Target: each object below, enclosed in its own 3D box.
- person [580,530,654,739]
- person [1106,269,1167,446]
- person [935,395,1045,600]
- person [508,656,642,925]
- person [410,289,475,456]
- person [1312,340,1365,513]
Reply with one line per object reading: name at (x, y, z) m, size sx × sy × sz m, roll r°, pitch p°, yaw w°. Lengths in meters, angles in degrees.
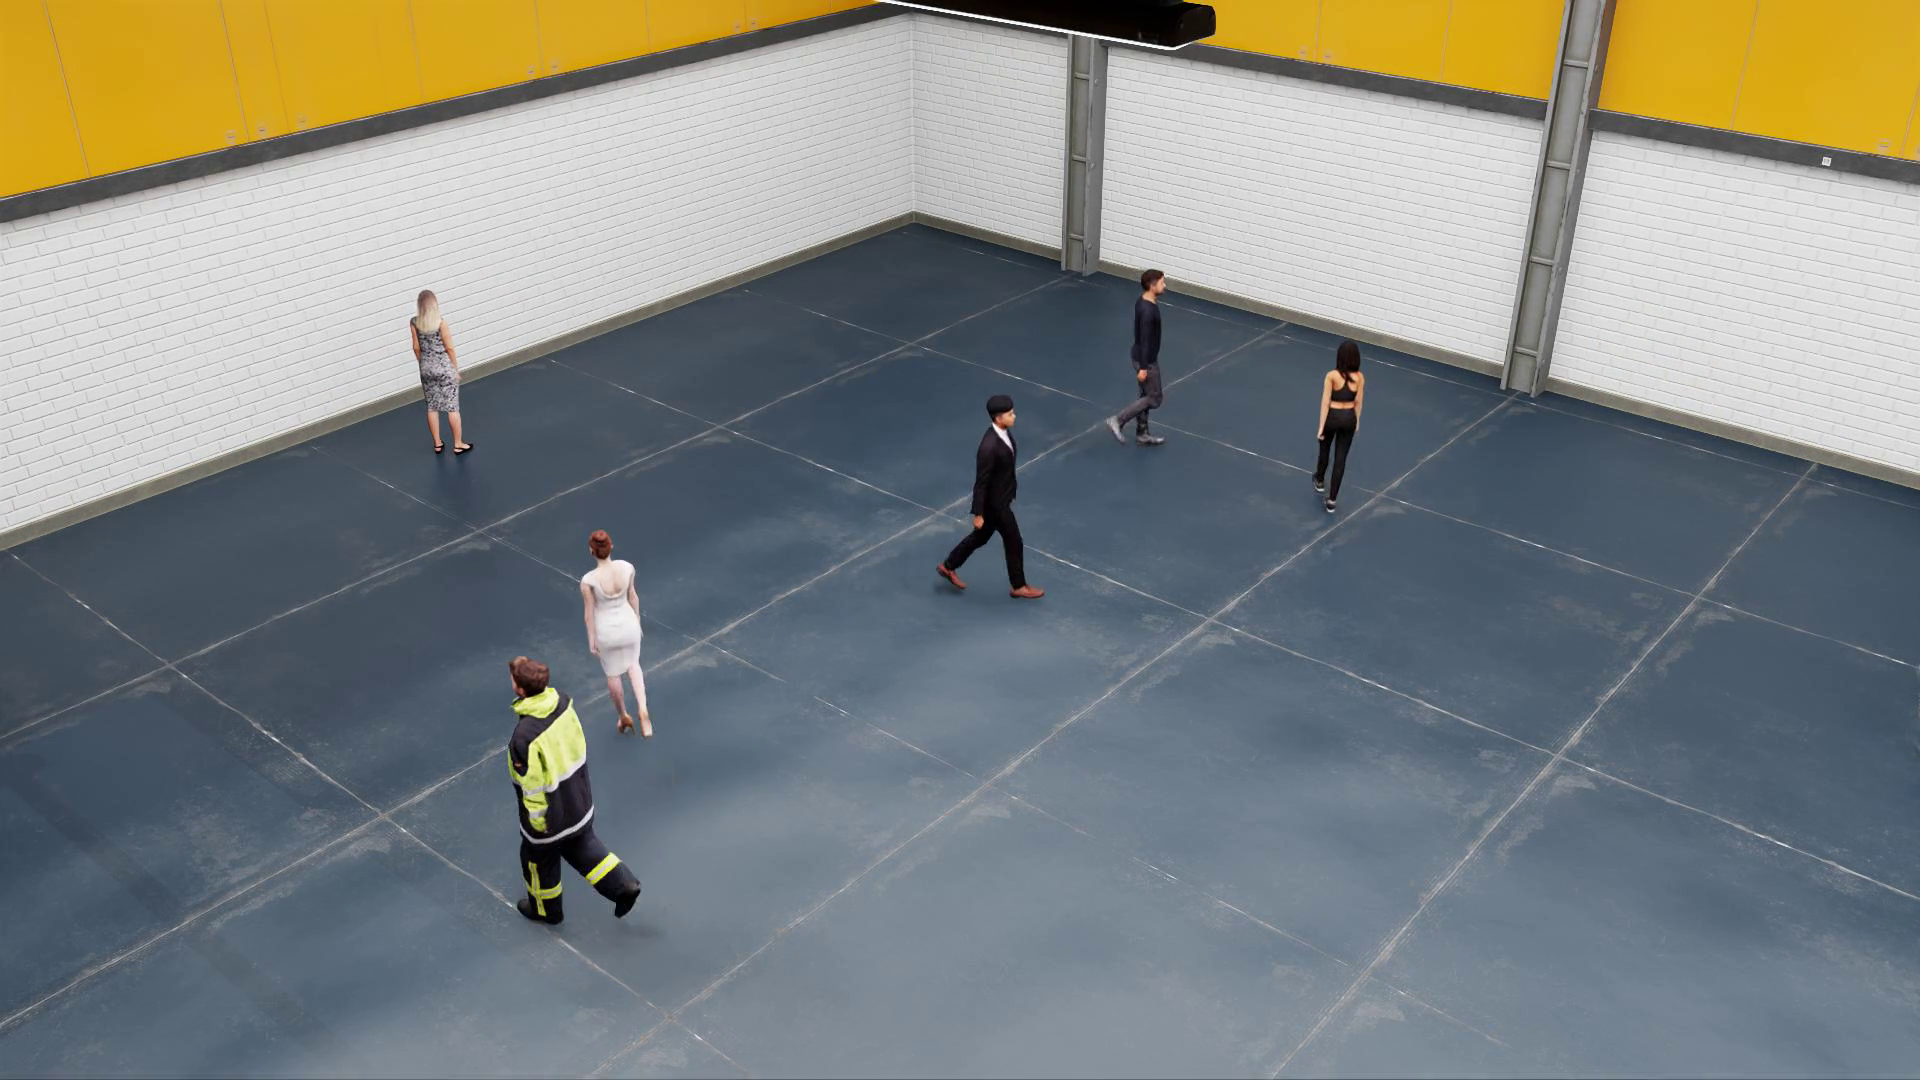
person at (-2.428, 0.735, 11.927) m, size 0.733 × 1.780 × 0.886 m, roll -15°, pitch 32°, yaw -26°
person at (1.750, -1.772, 16.445) m, size 0.983 × 1.856 × 0.905 m, roll 0°, pitch 29°, yaw 1°
person at (0.198, -0.343, 13.840) m, size 1.303 × 1.840 × 1.061 m, roll 6°, pitch 29°, yaw 11°
person at (-2.417, 1.583, 10.188) m, size 1.172 × 1.957 × 0.966 m, roll 10°, pitch 30°, yaw 18°
person at (-5.149, -1.647, 16.373) m, size 0.575 × 1.705 × 0.700 m, roll 6°, pitch 29°, yaw 11°
person at (3.499, -1.020, 15.314) m, size 0.937 × 1.618 × 0.952 m, roll 1°, pitch 29°, yaw 2°
